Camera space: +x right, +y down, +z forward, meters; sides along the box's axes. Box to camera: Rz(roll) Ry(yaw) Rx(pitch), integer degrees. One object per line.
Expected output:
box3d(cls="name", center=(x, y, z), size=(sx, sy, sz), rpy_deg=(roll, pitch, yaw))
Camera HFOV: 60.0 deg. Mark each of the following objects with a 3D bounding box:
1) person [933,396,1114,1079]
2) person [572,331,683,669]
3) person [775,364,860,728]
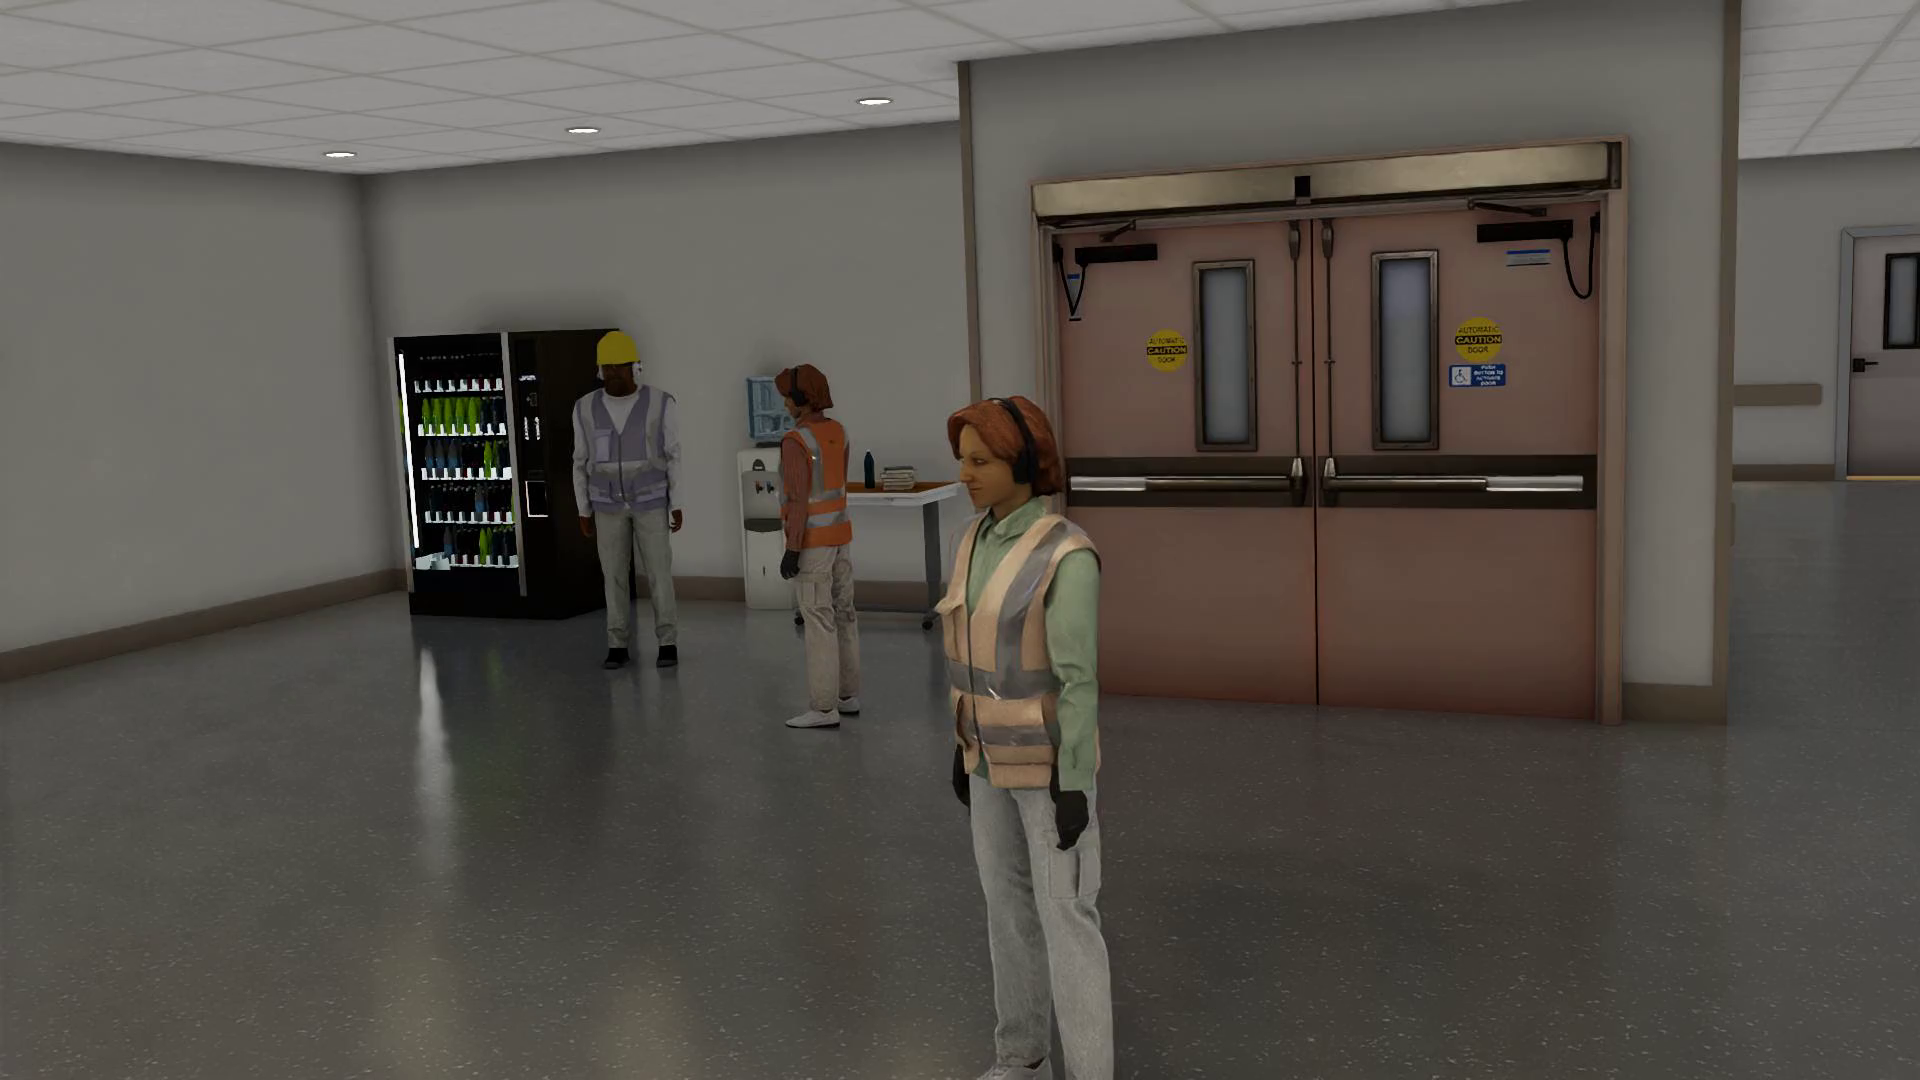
box3d(cls="person", center=(0.140, 0.503, 3.628), size=(0.311, 1.632, 0.518), rpy_deg=(-7, 9, -31))
box3d(cls="person", center=(-1.790, -0.209, 8.989), size=(0.598, 1.826, 0.403), rpy_deg=(-2, 7, 0))
box3d(cls="person", center=(-0.643, 0.027, 7.501), size=(0.310, 1.640, 0.514), rpy_deg=(1, 8, 23))
